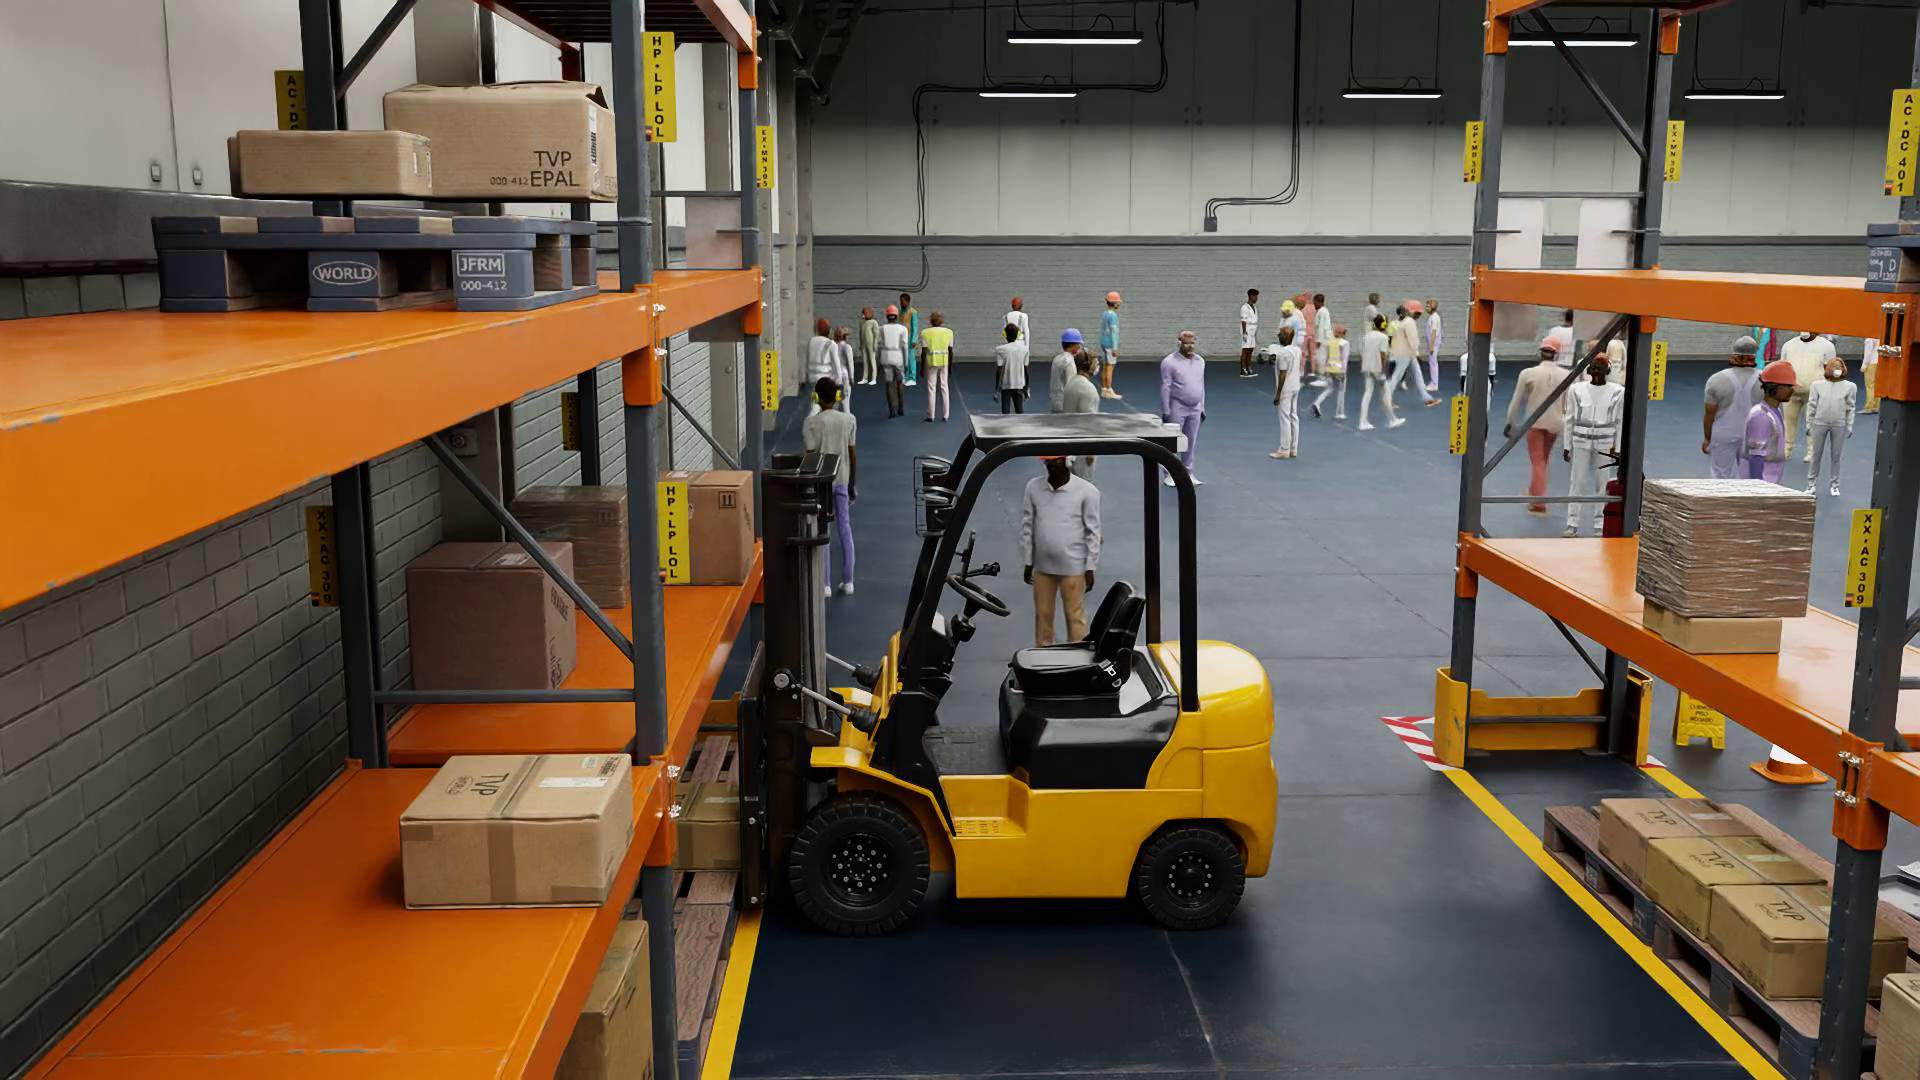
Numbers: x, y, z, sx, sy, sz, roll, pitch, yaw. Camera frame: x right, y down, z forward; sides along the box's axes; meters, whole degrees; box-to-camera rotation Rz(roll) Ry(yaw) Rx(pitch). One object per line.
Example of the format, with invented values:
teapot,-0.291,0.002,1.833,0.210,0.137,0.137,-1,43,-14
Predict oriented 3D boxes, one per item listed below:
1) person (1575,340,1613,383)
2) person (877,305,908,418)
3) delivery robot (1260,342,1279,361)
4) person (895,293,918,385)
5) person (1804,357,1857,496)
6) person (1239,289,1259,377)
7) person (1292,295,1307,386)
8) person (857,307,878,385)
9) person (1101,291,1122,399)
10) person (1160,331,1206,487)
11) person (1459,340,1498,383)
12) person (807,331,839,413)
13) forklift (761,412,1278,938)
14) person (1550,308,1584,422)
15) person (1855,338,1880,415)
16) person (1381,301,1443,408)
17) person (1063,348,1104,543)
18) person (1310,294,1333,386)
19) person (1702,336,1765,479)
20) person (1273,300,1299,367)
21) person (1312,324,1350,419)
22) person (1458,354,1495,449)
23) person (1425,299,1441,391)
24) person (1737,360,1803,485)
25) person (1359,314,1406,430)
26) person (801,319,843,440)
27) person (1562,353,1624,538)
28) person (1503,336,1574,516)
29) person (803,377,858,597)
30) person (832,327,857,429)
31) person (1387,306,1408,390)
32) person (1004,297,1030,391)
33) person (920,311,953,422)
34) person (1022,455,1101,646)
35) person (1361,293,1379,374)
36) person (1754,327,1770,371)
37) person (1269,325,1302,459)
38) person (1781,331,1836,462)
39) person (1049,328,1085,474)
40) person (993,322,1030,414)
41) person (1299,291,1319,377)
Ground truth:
person,8.830,-1.975,23.215,0.520,1.633,0.314,10,14,44
person,-1.154,-3.057,28.491,0.541,1.895,0.907,0,10,-1
delivery robot,7.661,-4.590,40.509,0.707,0.478,0.477,-7,13,-35
person,-1.097,-4.187,34.733,0.374,1.915,0.597,-7,12,-34
person,10.269,-1.338,19.639,0.507,1.636,0.273,5,11,28
person,6.427,-4.601,36.934,0.382,1.957,0.607,7,12,33
person,7.005,-4.132,34.508,0.353,1.886,0.572,2,10,10
person,-1.933,-4.077,34.903,0.497,1.633,0.279,8,13,39
person,2.885,-3.702,31.676,0.395,2.044,0.609,-2,10,-11
person,2.753,-1.601,20.363,0.651,1.904,0.402,-6,12,-29
person,11.160,-4.299,35.584,0.605,1.853,0.868,-7,12,-34
person,-2.098,-2.491,25.872,0.513,1.709,0.757,2,10,13
forklift,0.291,0.548,7.580,2.313,2.155,1.214,0,10,-2
person,10.026,-2.896,27.587,0.555,1.891,0.622,-9,14,-43
person,15.816,-3.054,28.841,0.522,1.769,0.311,-7,12,-33
person,8.089,-3.303,29.782,1.061,1.925,0.589,5,11,25
person,1.212,-0.943,16.595,0.377,1.940,0.629,-3,10,-14
person,7.558,-4.170,34.684,0.446,1.898,0.635,3,11,15
person,7.945,-1.067,17.002,0.689,2.000,0.539,4,11,20
person,6.553,-3.891,33.347,0.429,1.817,0.621,-3,11,-19
person,6.272,-2.833,28.041,0.587,1.617,0.528,-6,12,-31
person,7.423,-2.133,23.963,0.577,1.688,0.427,-2,10,-10
person,9.495,-3.913,33.447,0.349,1.837,0.502,2,10,11
person,6.594,-0.451,13.610,0.419,2.034,0.605,7,12,34
person,6.754,-2.685,26.590,0.914,1.829,0.558,-5,12,-28
person,-2.064,-2.439,25.239,0.585,1.817,1.072,7,13,36
person,6.365,-0.938,16.728,0.575,1.882,0.355,5,11,24
person,6.388,-1.276,18.424,0.641,1.933,1.007,-1,10,-6
person,-1.107,-0.449,14.056,0.519,1.865,0.327,-6,12,-29
person,-1.883,-2.567,26.471,0.512,1.642,0.312,9,14,41
person,8.891,-3.876,33.607,0.531,1.698,0.320,-1,10,-7
person,1.140,-3.896,33.209,0.576,1.882,0.355,7,12,33
person,-0.384,-2.874,27.614,0.572,1.844,0.376,-4,11,-20
person,0.652,0.147,11.038,0.564,1.752,0.340,6,12,30
person,9.293,-4.667,37.611,0.329,1.843,0.514,-1,10,-7
person,16.614,-4.110,34.545,0.357,1.835,0.516,6,12,31
person,4.498,-2.033,22.928,0.346,1.847,0.506,9,13,40
person,11.476,-2.079,22.641,0.683,2.000,0.535,9,14,41
person,1.311,-1.625,20.427,0.424,1.938,0.603,-3,11,-15
person,0.720,-2.100,23.249,0.532,1.864,0.310,-3,11,-17
person,7.672,-4.564,36.856,0.640,1.910,0.409,-4,11,-19
